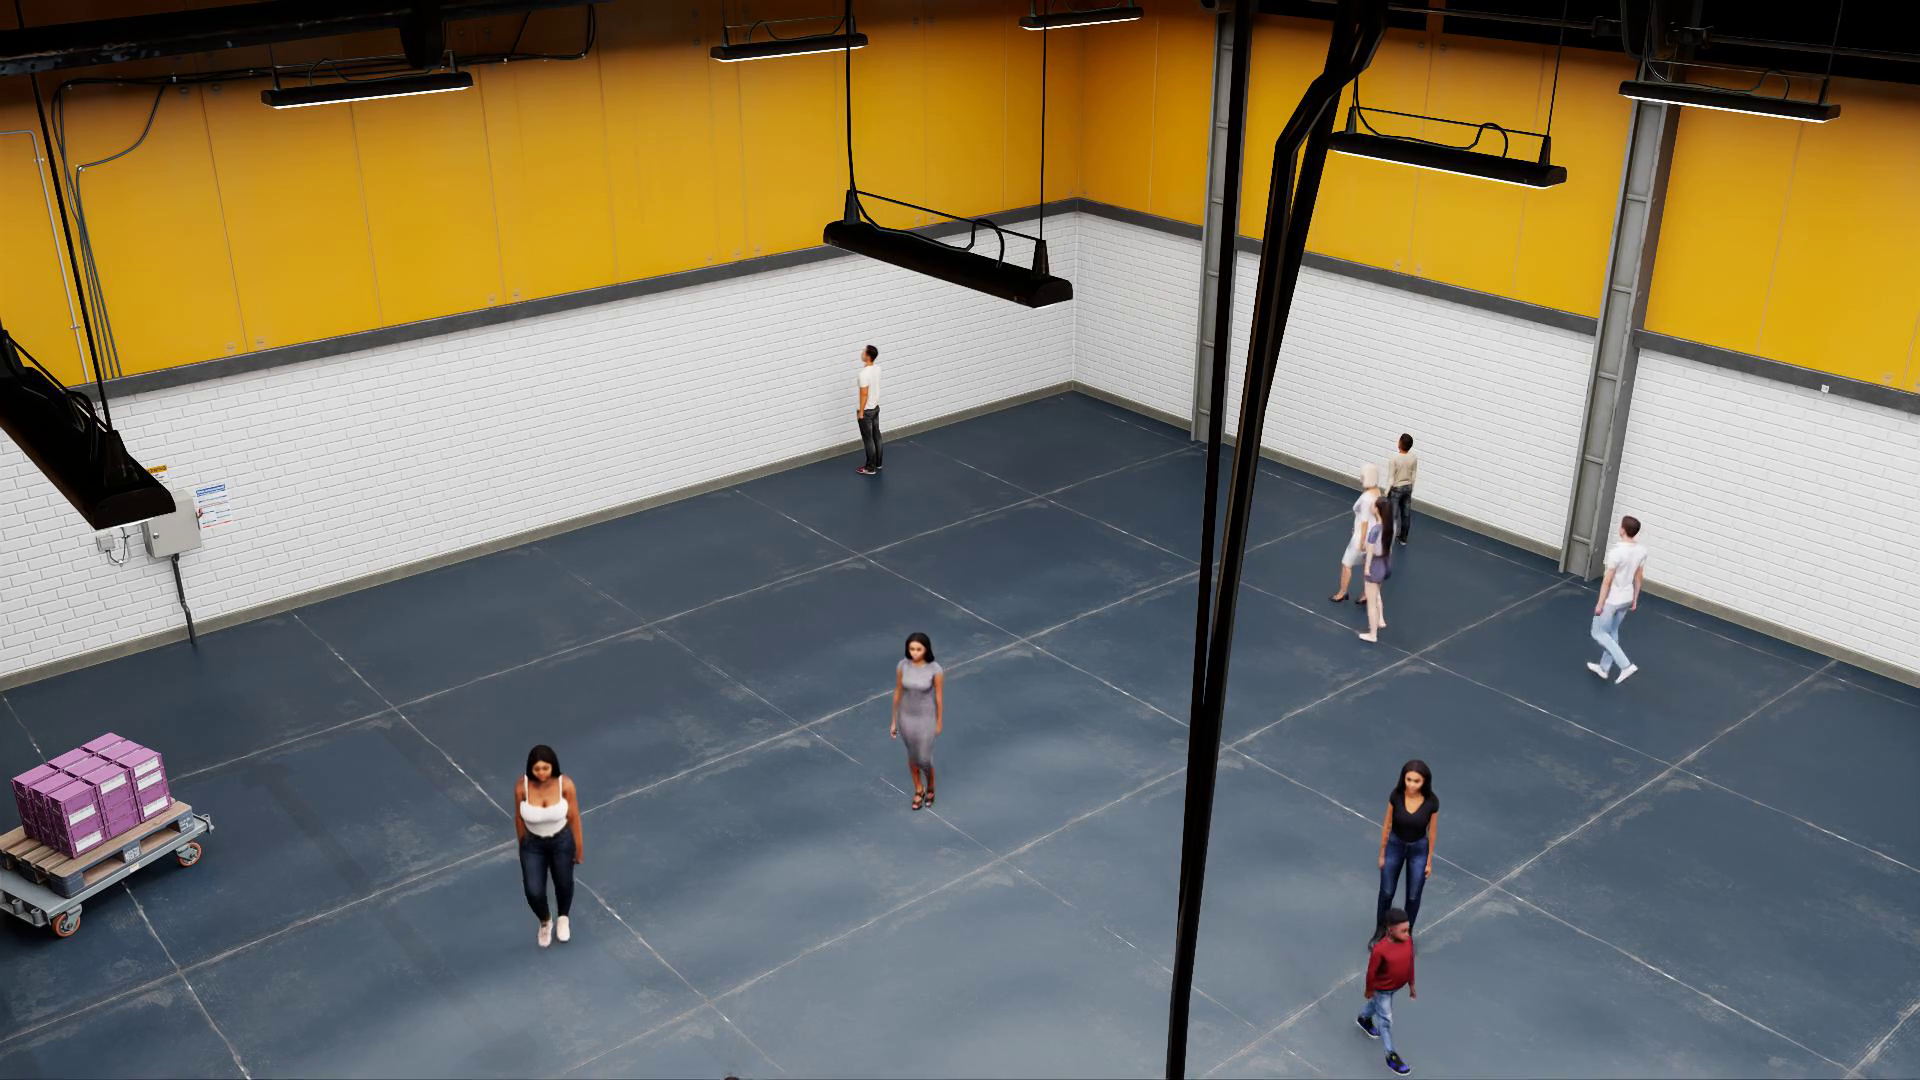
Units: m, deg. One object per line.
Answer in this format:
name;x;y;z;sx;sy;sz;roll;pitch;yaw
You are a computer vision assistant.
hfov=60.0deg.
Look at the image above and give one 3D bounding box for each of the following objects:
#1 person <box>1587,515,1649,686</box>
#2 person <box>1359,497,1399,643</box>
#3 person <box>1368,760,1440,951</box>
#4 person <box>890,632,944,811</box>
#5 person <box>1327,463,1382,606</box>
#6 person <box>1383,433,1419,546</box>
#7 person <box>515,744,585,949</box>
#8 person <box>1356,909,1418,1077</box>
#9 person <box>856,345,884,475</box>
person;6.819;0.659;17.120;0.767;1.836;0.981;-12;26;-25
person;4.633;0.331;18.116;0.597;1.640;0.566;-21;31;-40
person;3.510;2.478;13.080;0.625;1.738;0.719;8;25;17
person;-0.361;1.609;15.025;0.669;1.772;0.758;7;25;15
person;4.657;-0.033;18.829;0.804;1.735;0.695;14;27;30
person;5.429;-0.616;20.500;0.618;1.465;0.617;-7;25;-16
person;-3.273;2.373;13.249;0.797;1.795;0.824;-4;24;-9
person;3.069;3.188;12.110;0.565;1.213;0.896;-13;27;-28
person;-1.241;-1.804;22.794;0.682;1.804;0.714;11;26;23
